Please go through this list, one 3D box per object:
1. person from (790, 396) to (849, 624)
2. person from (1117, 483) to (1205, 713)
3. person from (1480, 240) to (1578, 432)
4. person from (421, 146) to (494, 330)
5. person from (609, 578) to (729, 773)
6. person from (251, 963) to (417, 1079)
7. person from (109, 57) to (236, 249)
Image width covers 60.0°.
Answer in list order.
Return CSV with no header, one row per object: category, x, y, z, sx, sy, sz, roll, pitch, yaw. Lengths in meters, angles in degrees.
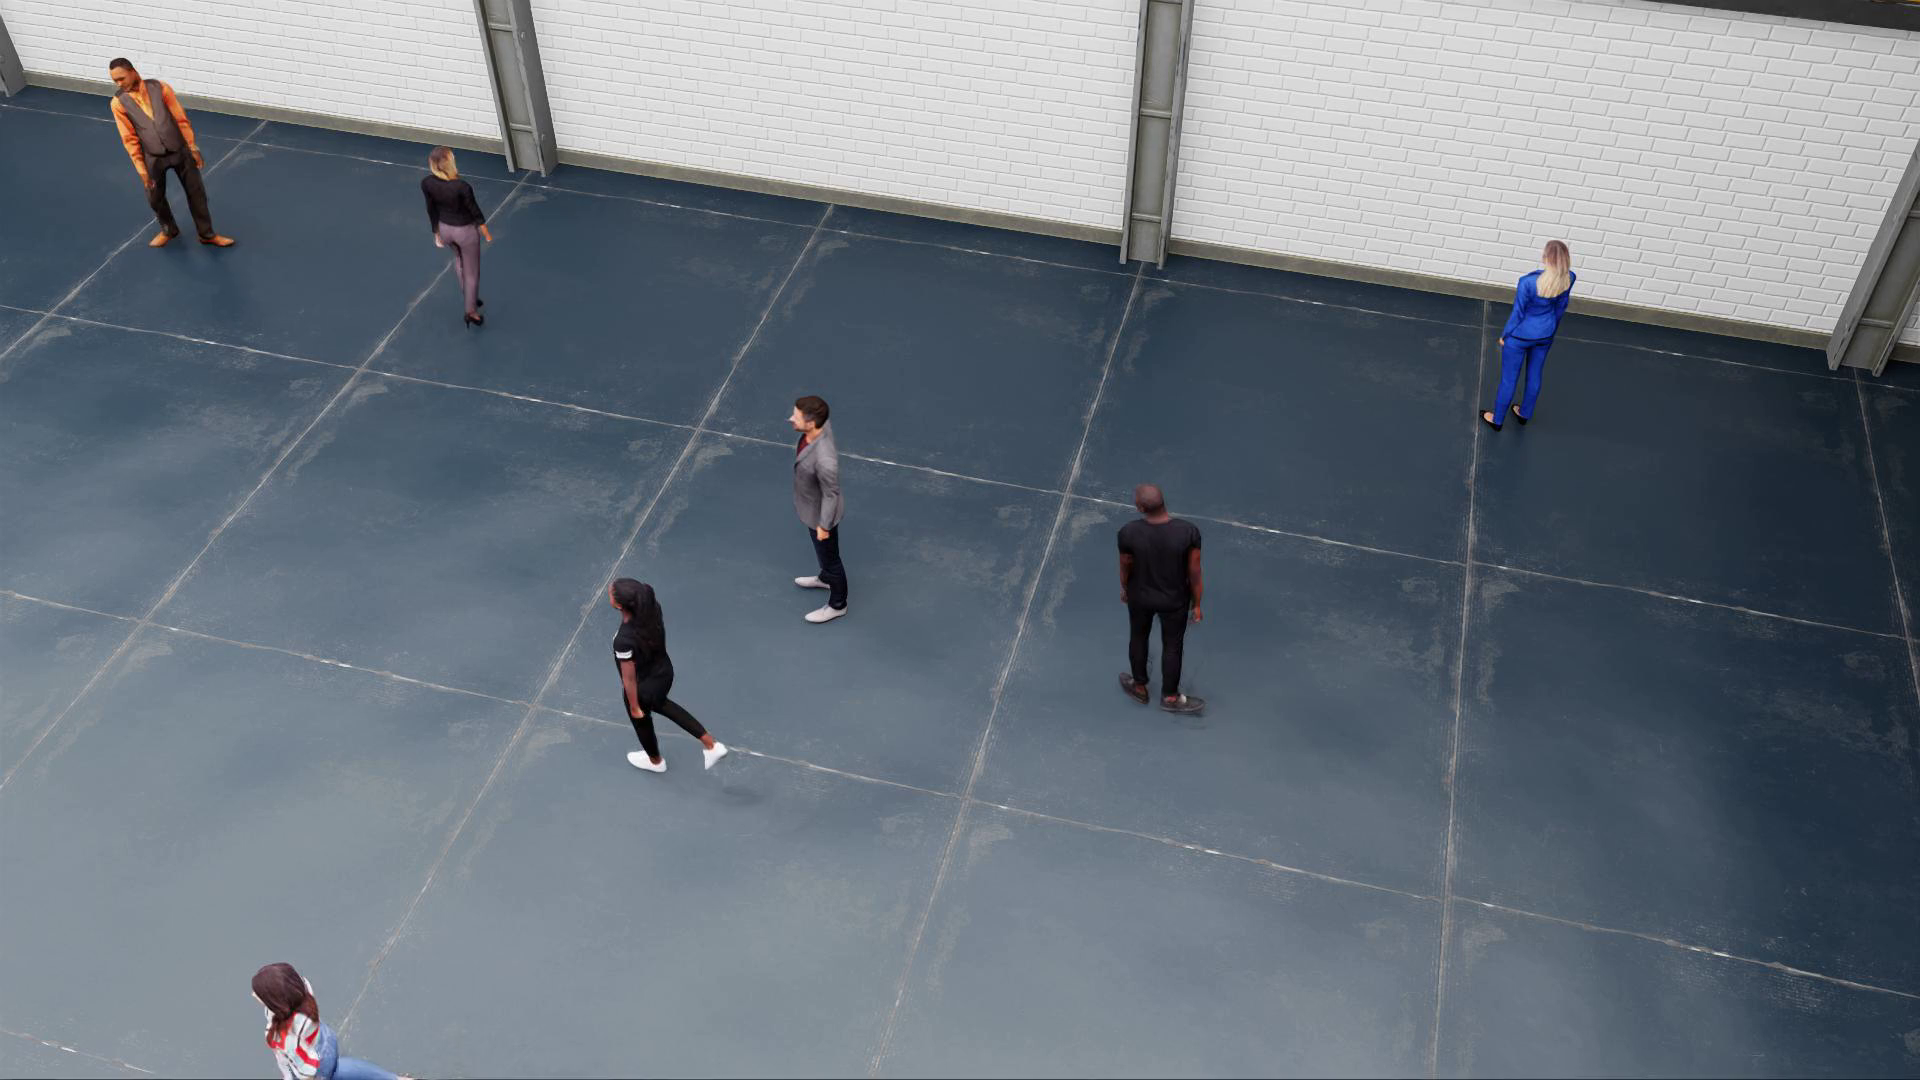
person,-0.939,-0.235,11.213,0.771,1.874,0.778,-8,44,-9
person,1.311,0.412,10.594,0.477,1.791,0.894,17,46,17
person,4.375,-1.563,12.732,0.654,1.701,0.763,-10,45,-11
person,-4.150,-2.435,13.679,0.552,1.659,0.665,13,45,14
person,-1.827,0.889,10.149,0.944,1.713,0.654,14,45,14
person,-3.222,2.591,8.446,0.988,1.599,0.837,-10,44,-10
person,-6.874,-3.372,14.495,0.957,1.888,1.036,-33,53,-30
